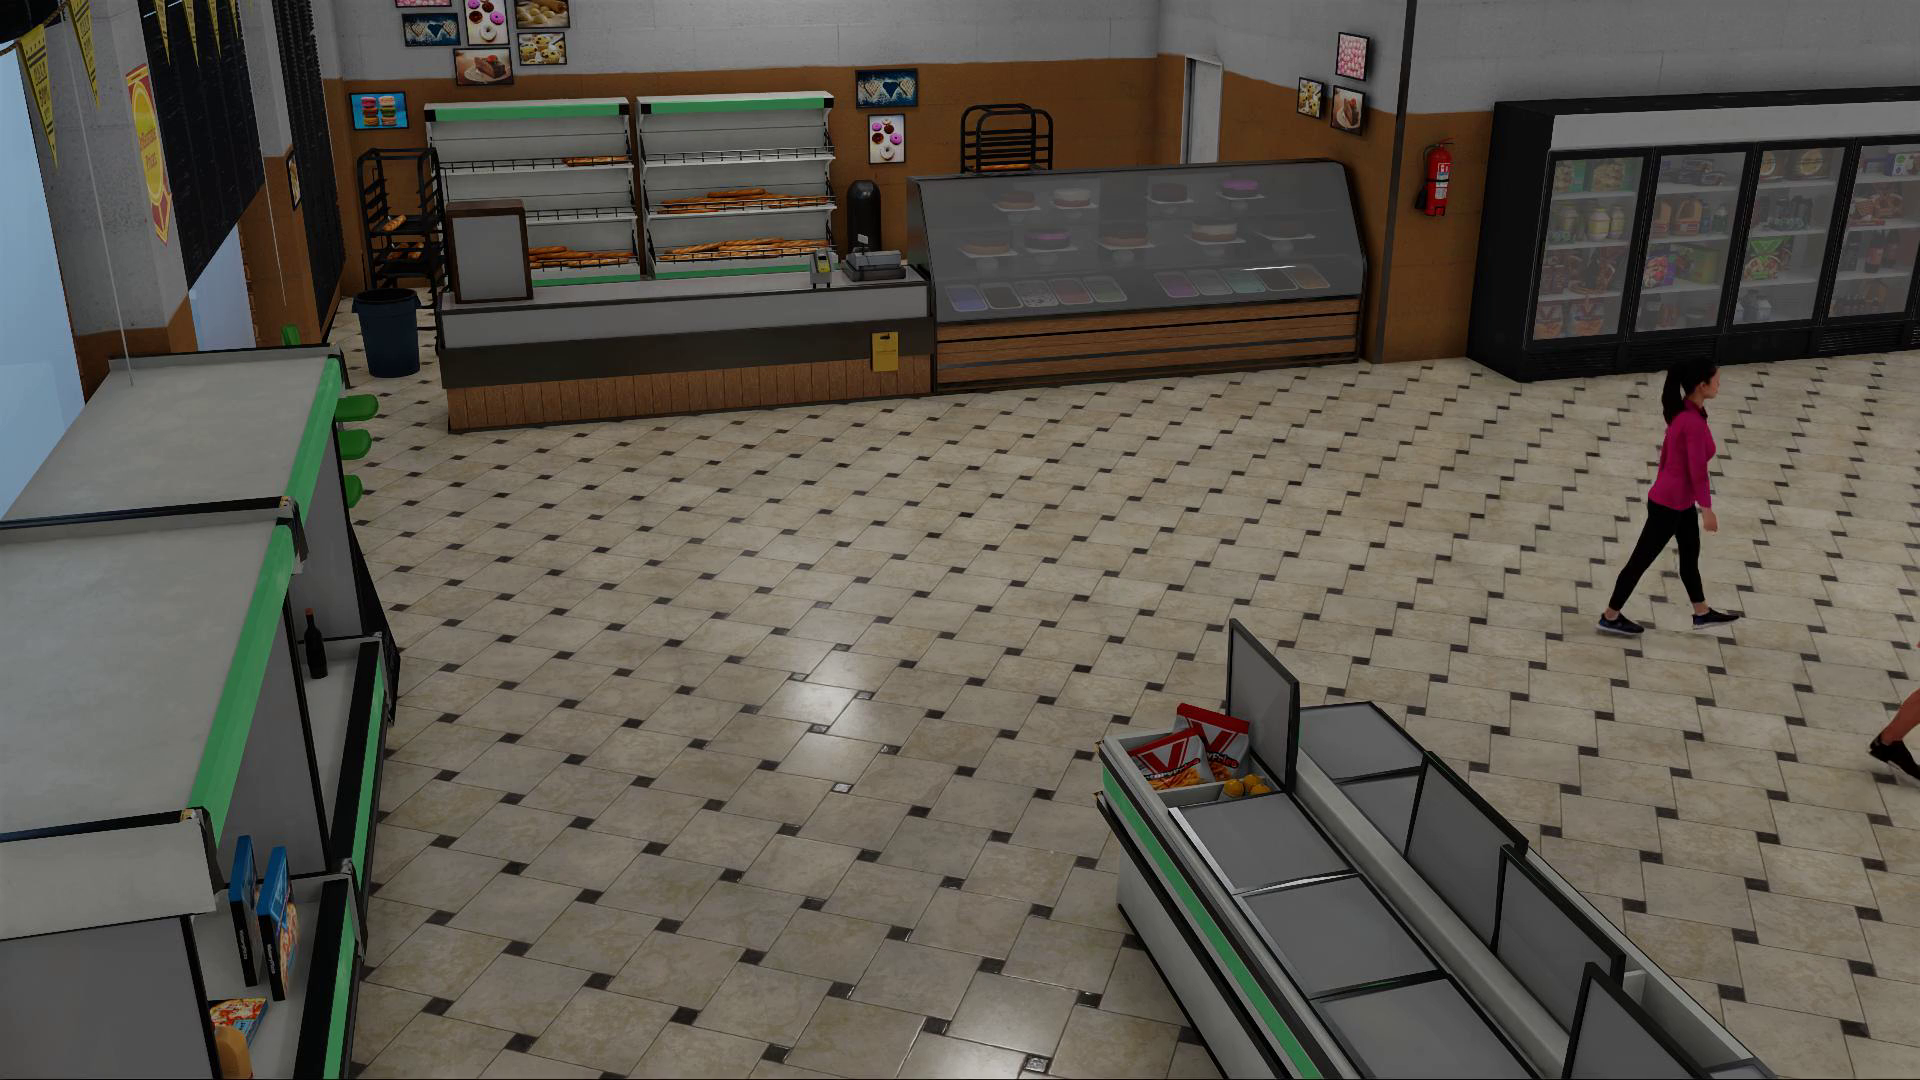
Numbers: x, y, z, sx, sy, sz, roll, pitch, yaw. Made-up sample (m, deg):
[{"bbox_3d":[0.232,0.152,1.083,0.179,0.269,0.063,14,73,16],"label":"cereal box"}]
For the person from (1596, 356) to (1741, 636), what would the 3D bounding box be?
[{"bbox_3d":[3.947,-0.213,9.457,0.982,1.669,1.035,7,23,16],"label":"person"}]
